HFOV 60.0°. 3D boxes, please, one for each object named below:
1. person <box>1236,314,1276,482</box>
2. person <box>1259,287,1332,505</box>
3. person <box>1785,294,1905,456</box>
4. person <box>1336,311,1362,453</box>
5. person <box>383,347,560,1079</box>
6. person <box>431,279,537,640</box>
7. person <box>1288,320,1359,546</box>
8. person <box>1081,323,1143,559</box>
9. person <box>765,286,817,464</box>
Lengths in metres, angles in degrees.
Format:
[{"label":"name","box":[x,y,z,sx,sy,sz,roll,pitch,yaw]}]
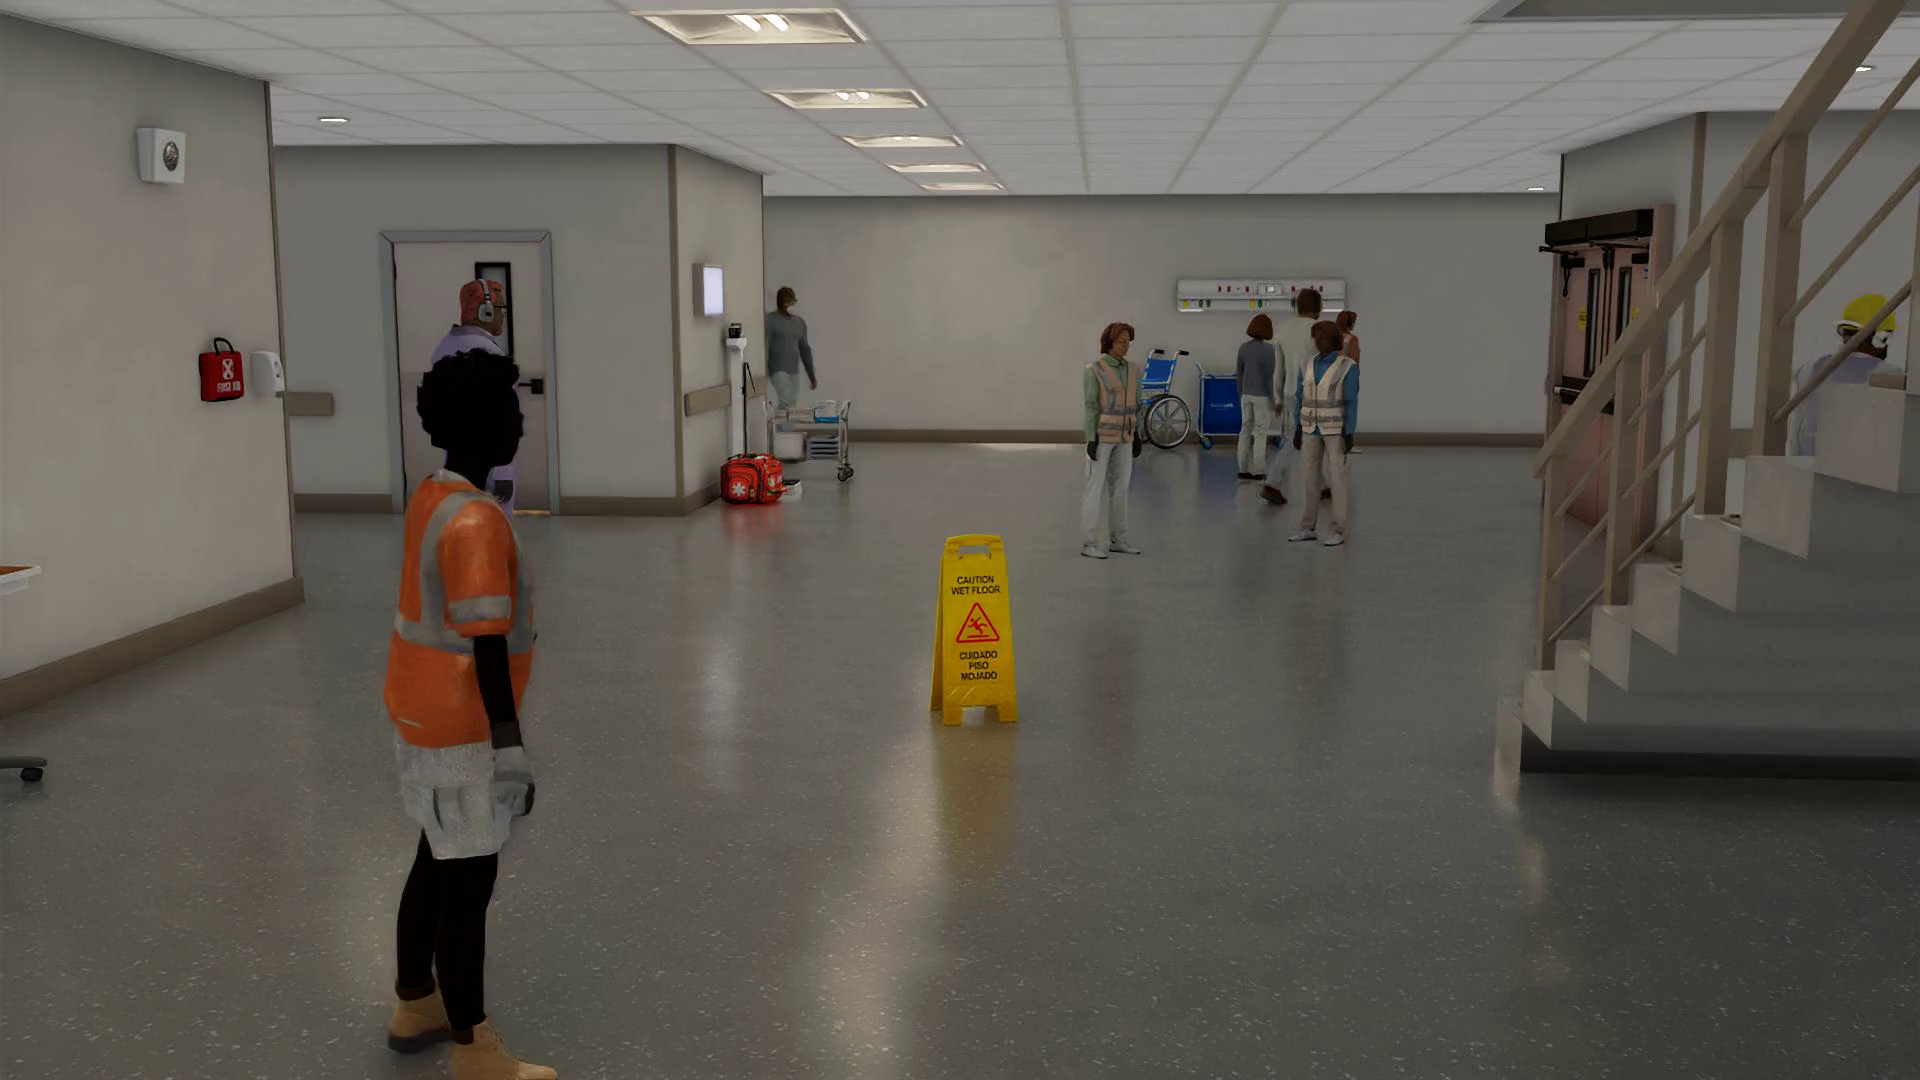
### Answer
[{"label":"person","box":[2.902,-1.381,16.226,0.268,1.632,0.507,-5,10,-33]},{"label":"person","box":[2.983,-1.252,14.515,1.022,1.896,0.635,-4,9,-26]},{"label":"person","box":[4.377,-0.283,8.133,0.503,1.815,0.625,-4,9,-26]},{"label":"person","box":[4.419,-1.814,19.148,0.309,1.641,0.513,-4,9,-24]},{"label":"person","box":[-1.136,0.416,3.787,0.333,1.699,0.605,-4,9,-25]},{"label":"person","box":[-2.472,-0.398,8.667,0.404,1.900,0.640,-7,11,-41]},{"label":"person","box":[2.660,-0.779,12.118,0.311,1.640,0.516,-8,12,-44]},{"label":"person","box":[1.055,-0.687,11.534,0.514,1.630,0.318,-7,11,-38]},{"label":"person","box":[-1.827,-1.751,17.814,0.678,1.902,0.749,6,10,36]}]
